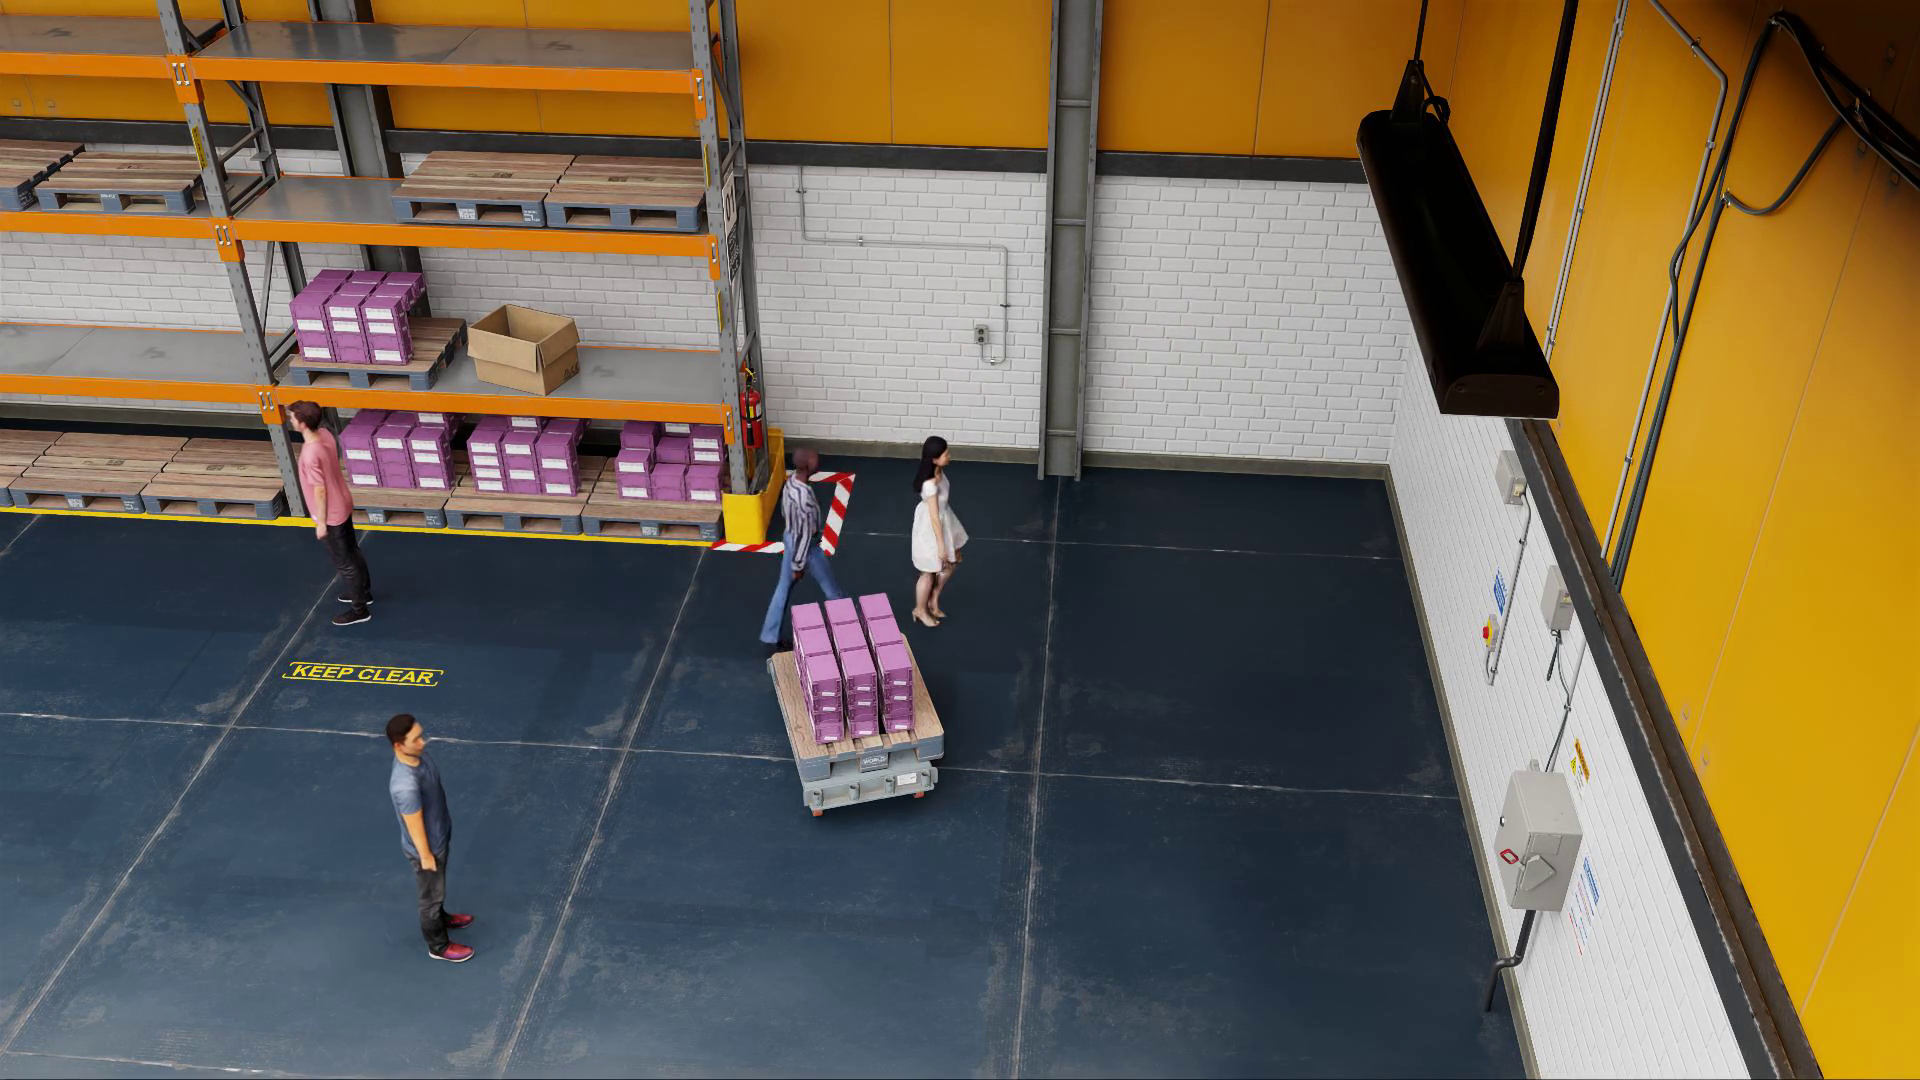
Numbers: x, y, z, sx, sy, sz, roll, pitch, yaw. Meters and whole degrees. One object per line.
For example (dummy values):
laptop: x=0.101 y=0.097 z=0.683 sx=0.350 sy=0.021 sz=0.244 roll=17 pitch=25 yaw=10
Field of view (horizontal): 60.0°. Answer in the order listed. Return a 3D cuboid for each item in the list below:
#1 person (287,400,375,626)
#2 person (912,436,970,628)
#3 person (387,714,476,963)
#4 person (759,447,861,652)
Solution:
person: x=-4.897 y=-0.229 z=13.003 sx=0.608 sy=1.958 sz=0.670 roll=-3 pitch=34 yaw=-4
person: x=-0.298 y=-0.034 z=12.888 sx=0.662 sy=1.762 sz=0.619 roll=2 pitch=34 yaw=3
person: x=-3.253 y=1.787 z=10.106 sx=0.632 sy=1.808 sz=0.701 roll=-6 pitch=34 yaw=-9
person: x=-1.300 y=0.130 z=12.660 sx=1.290 sy=1.740 sz=1.024 roll=-13 pitch=36 yaw=-18
